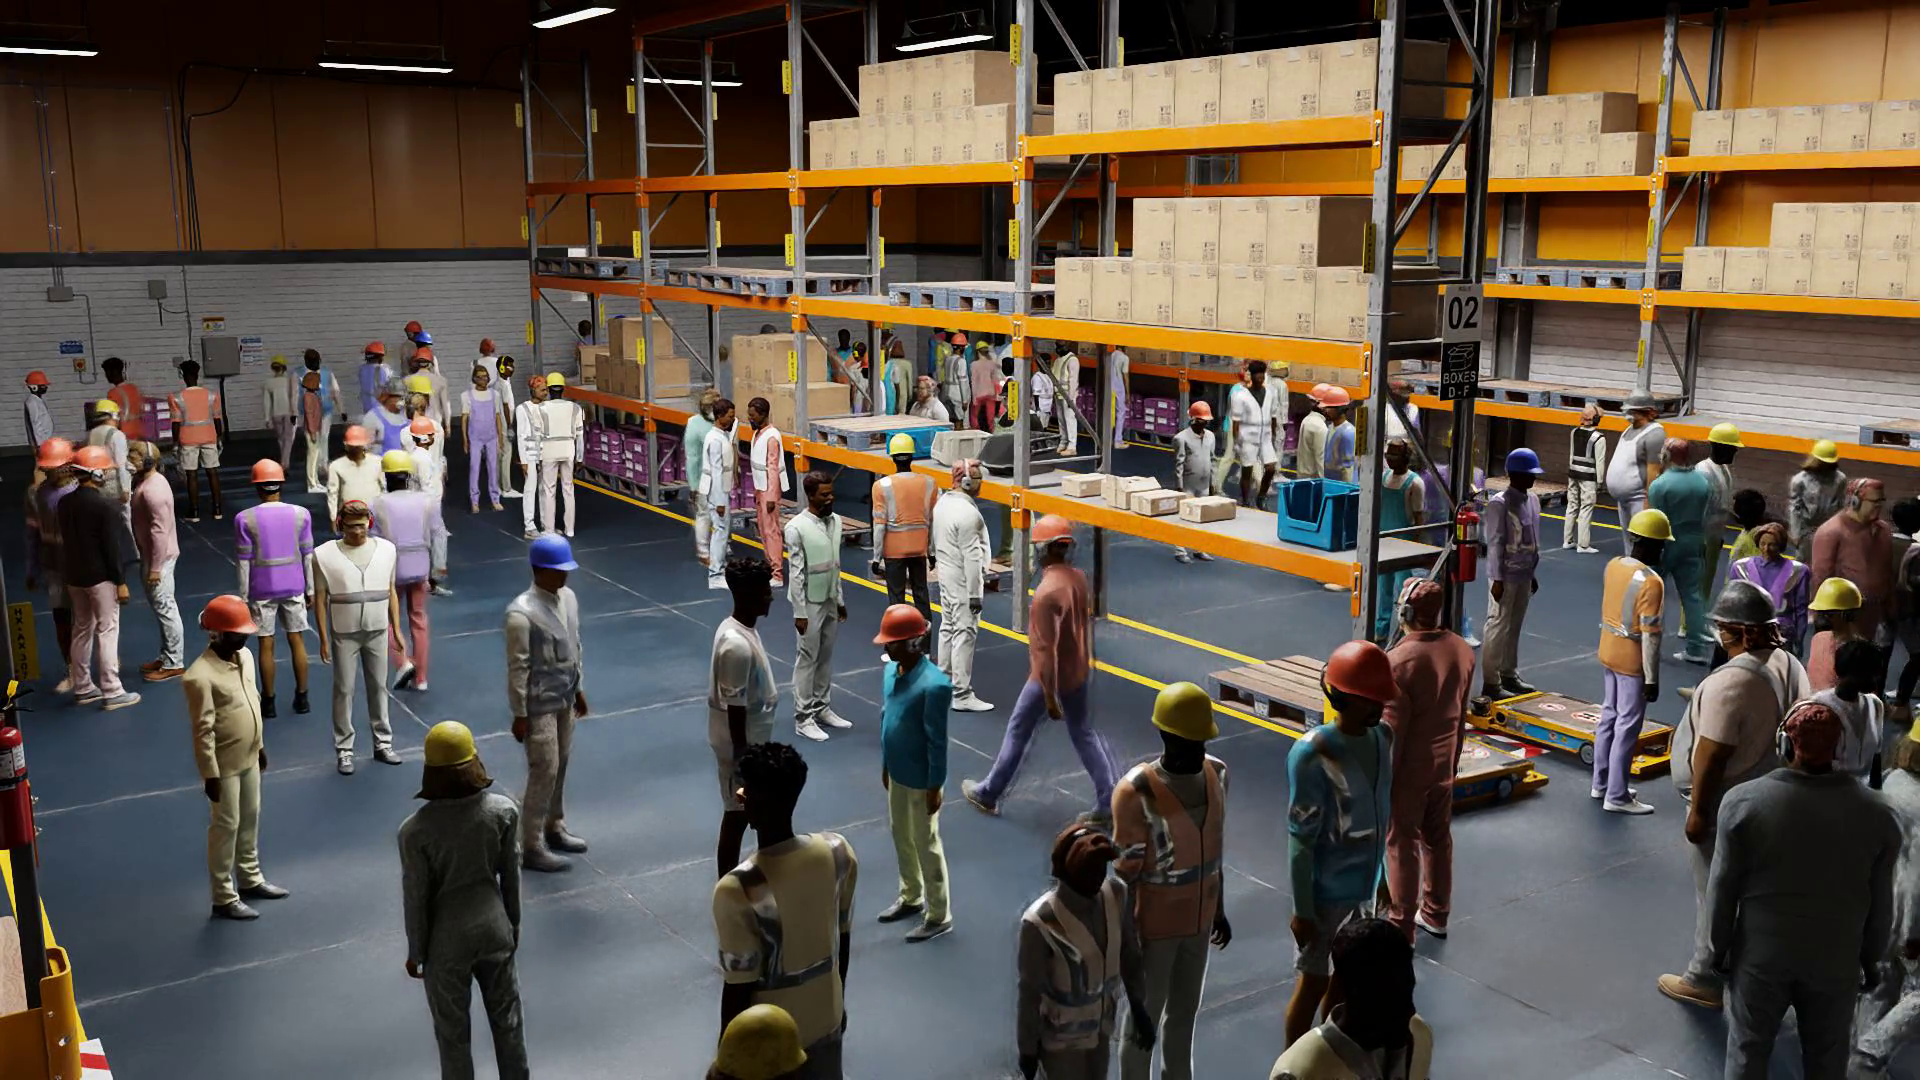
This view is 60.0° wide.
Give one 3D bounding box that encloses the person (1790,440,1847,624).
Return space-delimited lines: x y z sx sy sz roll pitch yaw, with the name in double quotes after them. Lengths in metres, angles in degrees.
7.727 -0.060 14.980 0.516 1.709 0.563 1 11 5 "person"

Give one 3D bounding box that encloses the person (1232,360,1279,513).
3.643 -1.225 20.355 0.649 1.943 0.558 -3 12 -16 "person"

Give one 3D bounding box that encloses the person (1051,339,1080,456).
1.618 -2.233 25.828 0.430 1.837 0.626 -5 12 -23 "person"

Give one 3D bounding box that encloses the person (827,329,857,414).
-1.824 -2.388 26.386 0.594 1.919 0.388 0 11 2 "person"

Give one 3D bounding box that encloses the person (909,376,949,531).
-0.406 -0.911 18.859 0.408 1.905 0.654 -7 13 -34 "person"

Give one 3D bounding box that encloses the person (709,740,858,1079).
-0.605 1.635 5.674 0.368 1.967 0.600 9 14 40 "person"

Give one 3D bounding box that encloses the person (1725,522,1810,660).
5.520 0.681 11.424 0.524 1.631 0.312 6 13 29 "person"

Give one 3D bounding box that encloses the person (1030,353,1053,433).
1.210 -1.917 24.541 0.319 1.698 0.532 4 12 22 "person"

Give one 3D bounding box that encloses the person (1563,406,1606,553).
6.886 -0.666 18.320 0.314 1.629 0.509 -4 12 -22 "person"

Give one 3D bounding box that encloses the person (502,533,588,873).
-2.337 0.906 9.494 0.420 1.934 0.620 3 11 14 "person"

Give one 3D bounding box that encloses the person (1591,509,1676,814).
4.186 0.751 10.340 0.400 1.917 0.588 -1 11 -5 "person"

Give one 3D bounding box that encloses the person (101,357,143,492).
-10.479 -1.337 20.957 0.505 1.940 0.605 0 11 -2 "person"

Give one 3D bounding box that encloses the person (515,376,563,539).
-4.850 -0.951 19.142 0.359 1.880 0.575 6 13 30 "person"

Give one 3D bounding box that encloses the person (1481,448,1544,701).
4.246 0.256 12.779 0.605 1.948 0.385 -10 15 -43 "person"

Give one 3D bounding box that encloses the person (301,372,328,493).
-8.669 -1.445 22.320 0.277 1.627 0.502 -2 11 -13 "person"

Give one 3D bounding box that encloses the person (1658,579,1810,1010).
3.624 1.173 7.847 0.681 2.000 0.535 -7 13 -34 "person"

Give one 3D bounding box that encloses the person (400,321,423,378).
-8.926 -2.583 27.223 0.410 1.984 0.616 1 11 3 "person"

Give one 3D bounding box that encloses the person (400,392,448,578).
-5.433 -0.526 16.807 0.356 1.938 0.638 3 11 14 "person"

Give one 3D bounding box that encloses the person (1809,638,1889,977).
4.367 1.294 8.208 0.550 1.646 0.853 -4 12 -21 "person"

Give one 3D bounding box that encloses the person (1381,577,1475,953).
2.289 1.128 8.426 0.652 1.906 0.403 -8 14 -36 "person"

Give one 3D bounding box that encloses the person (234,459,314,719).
-5.064 0.359 12.324 0.548 1.925 0.392 -8 14 -35 "person"

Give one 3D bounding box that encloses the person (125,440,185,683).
-6.430 0.163 13.276 0.365 1.939 0.636 -6 13 -28 "person"

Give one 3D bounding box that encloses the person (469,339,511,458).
-7.089 -2.119 25.167 0.587 1.846 0.895 -2 11 -11 "person"

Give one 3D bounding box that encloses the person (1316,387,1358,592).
3.716 -0.500 16.448 0.427 2.033 0.608 -1 11 -3 "person"

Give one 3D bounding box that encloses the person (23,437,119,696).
-6.911 0.191 12.926 0.617 2.027 0.519 1 11 4 "person"

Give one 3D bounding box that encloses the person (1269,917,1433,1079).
1.026 1.899 4.448 0.590 1.919 0.396 -10 15 -41 "person"

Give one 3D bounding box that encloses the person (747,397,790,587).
-1.933 -0.481 16.666 0.411 1.906 0.602 -4 12 -21 "person"

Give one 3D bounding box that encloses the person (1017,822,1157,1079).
0.433 1.761 5.911 0.383 1.625 0.531 9 14 39 "person"

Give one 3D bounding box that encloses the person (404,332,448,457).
-8.165 -2.202 25.385 0.603 1.938 0.402 4 12 21 "person"

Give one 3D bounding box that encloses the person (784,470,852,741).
-1.021 0.450 11.865 0.391 1.920 0.593 6 12 27 "person"

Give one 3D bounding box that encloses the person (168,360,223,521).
-9.278 -1.208 20.226 0.606 1.966 0.367 -10 15 -41 "person"

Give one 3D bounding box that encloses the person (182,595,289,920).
-3.832 1.140 8.795 0.355 1.739 0.573 1 11 5 "person"

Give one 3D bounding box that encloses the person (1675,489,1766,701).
5.812 0.436 12.551 0.711 1.673 0.566 5 12 26 "person"

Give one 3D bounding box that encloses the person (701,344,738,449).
-3.366 -1.802 23.396 0.650 1.903 0.865 -6 13 -28 "person"

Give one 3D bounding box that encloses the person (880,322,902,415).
-1.308 -3.113 30.343 0.403 1.825 0.593 -9 14 -38 "person"

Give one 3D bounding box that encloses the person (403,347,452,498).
-7.009 -1.533 21.852 0.635 1.985 0.414 -3 11 -14 "person"

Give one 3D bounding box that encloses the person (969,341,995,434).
0.352 -2.267 26.236 0.542 1.725 0.761 -7 13 -33 "person"

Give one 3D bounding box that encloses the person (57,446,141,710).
-6.512 0.280 12.570 0.615 1.985 0.417 6 12 26 "person"

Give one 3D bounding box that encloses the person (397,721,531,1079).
-1.974 1.567 6.605 0.487 1.741 0.312 -9 14 -38 "person"

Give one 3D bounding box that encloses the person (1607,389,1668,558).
6.635 -0.488 16.348 0.537 2.000 0.690 0 11 -1 "person"

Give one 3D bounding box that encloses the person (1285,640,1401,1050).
1.567 1.392 6.723 0.615 2.040 0.391 -10 15 -41 "person"

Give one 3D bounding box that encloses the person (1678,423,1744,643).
6.554 -0.066 14.505 0.396 1.919 0.587 10 15 41 "person"

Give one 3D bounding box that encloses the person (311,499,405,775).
-4.023 0.630 11.148 0.563 1.837 0.389 -9 14 -38 "person"

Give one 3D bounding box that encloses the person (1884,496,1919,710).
7.334 0.325 12.577 0.400 1.894 0.657 -3 11 -15 "person"

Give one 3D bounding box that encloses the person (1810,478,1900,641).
6.288 0.501 11.657 0.659 1.893 0.440 -5 12 -24 "person"

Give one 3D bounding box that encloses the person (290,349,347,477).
-9.102 -1.806 23.679 0.750 1.808 0.707 -11 15 -43 "person"
